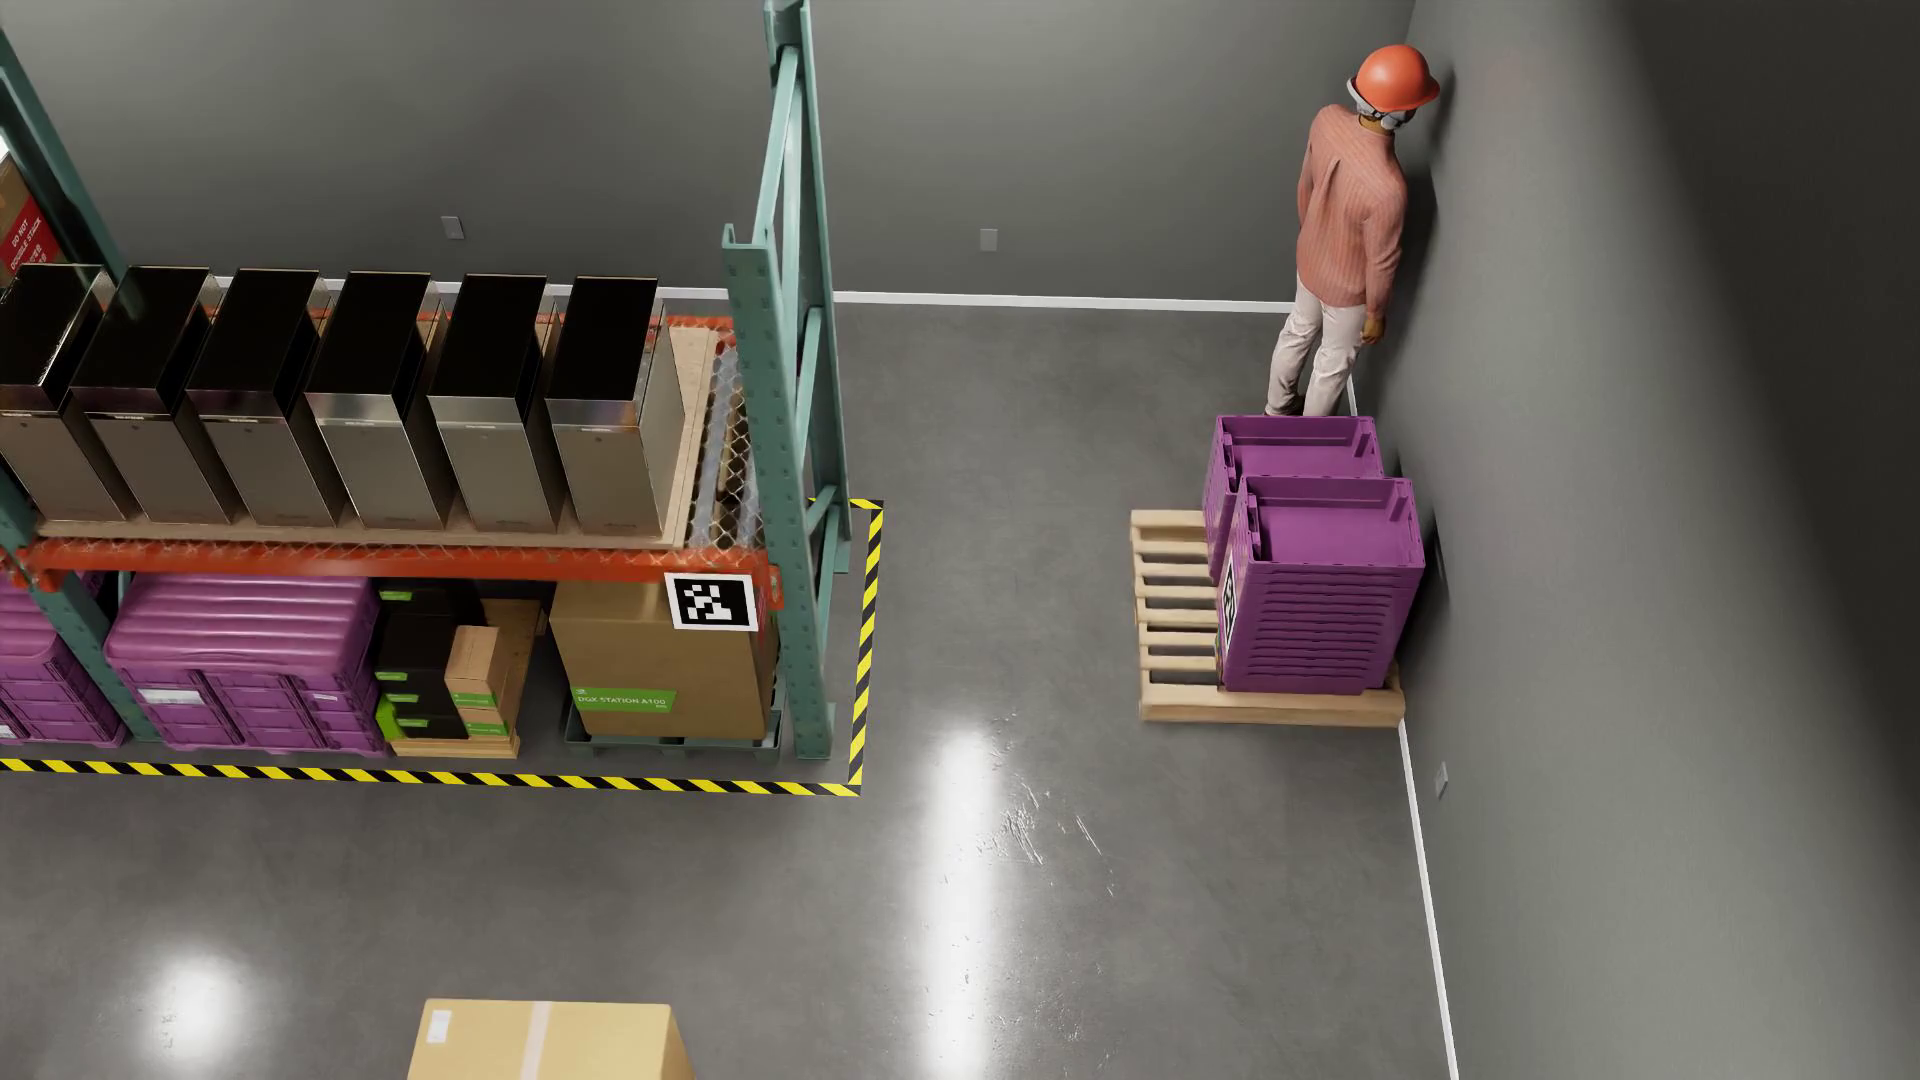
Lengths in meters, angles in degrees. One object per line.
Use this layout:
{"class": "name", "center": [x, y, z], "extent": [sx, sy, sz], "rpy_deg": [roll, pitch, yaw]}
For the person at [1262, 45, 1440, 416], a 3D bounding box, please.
{"class": "person", "center": [1.503, -1.061, 6.492], "extent": [0.379, 1.996, 0.611], "rpy_deg": [-17, 54, -13]}
